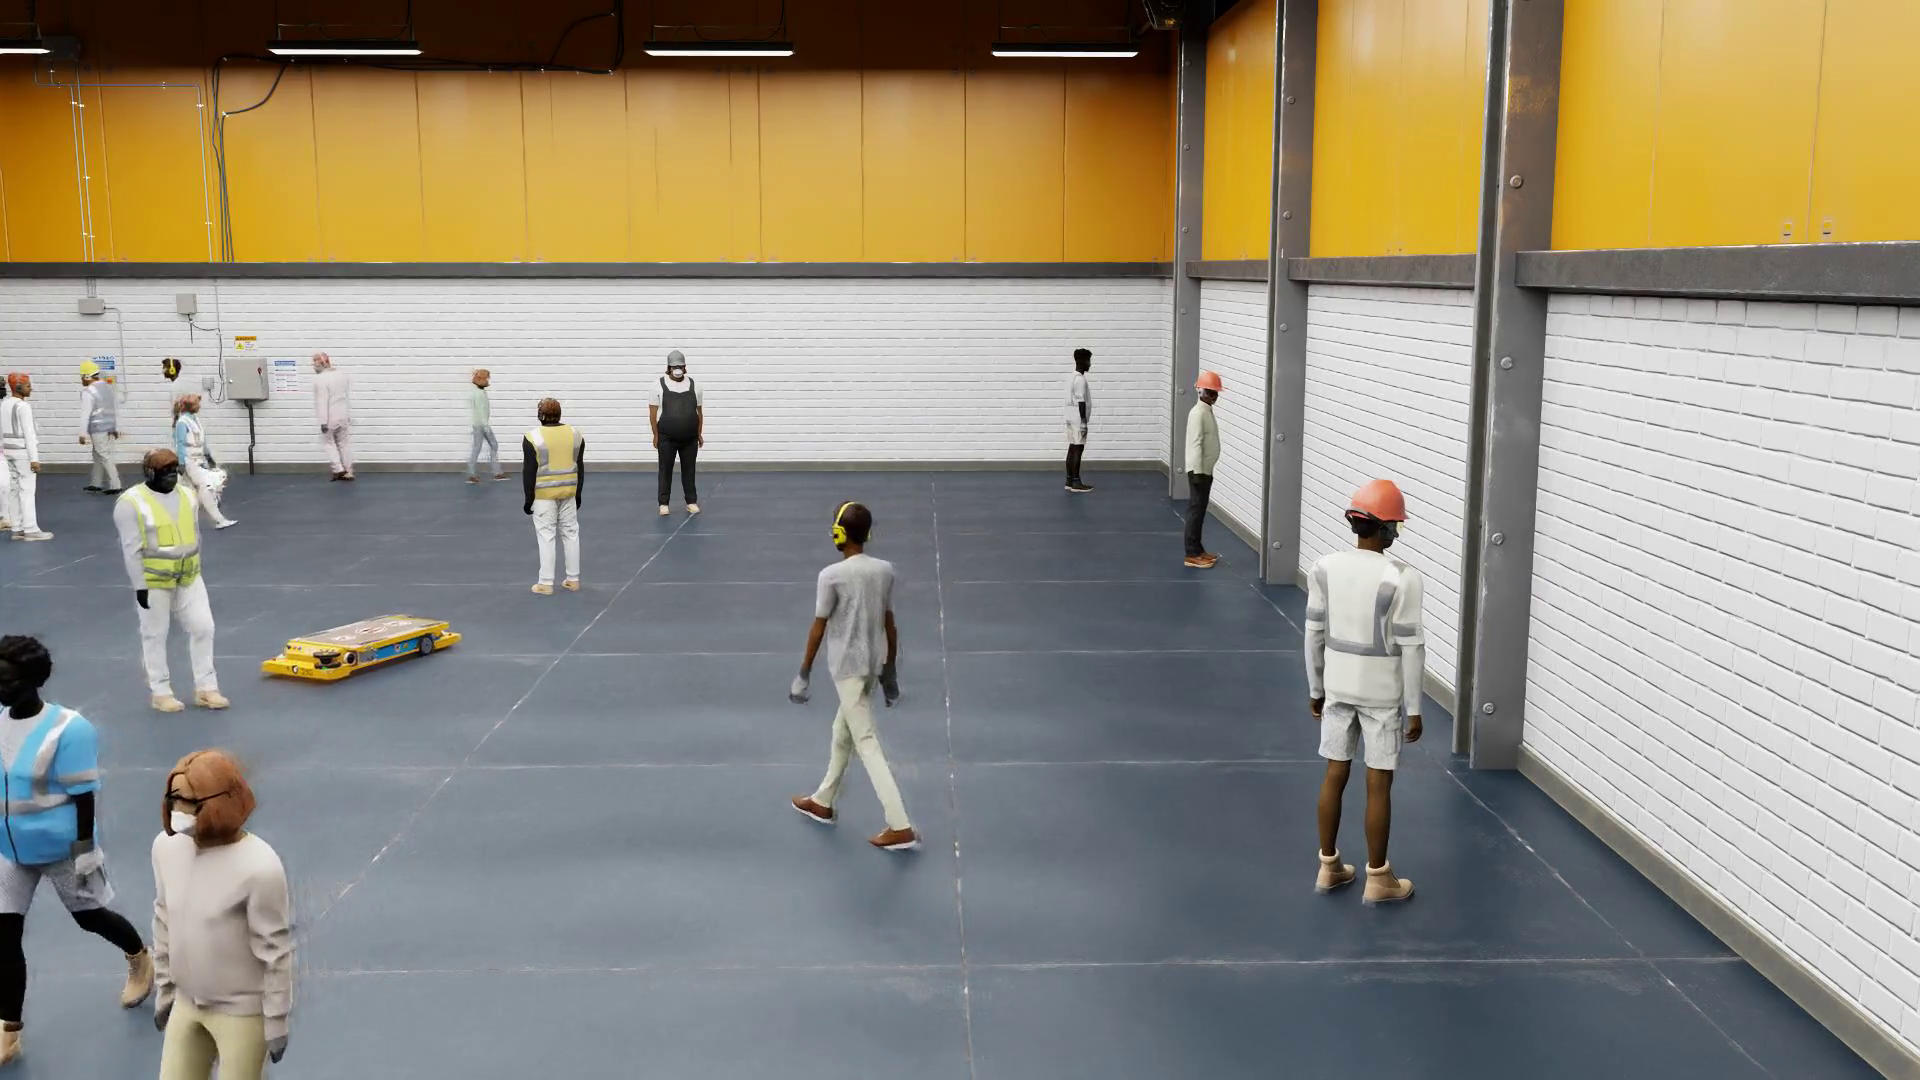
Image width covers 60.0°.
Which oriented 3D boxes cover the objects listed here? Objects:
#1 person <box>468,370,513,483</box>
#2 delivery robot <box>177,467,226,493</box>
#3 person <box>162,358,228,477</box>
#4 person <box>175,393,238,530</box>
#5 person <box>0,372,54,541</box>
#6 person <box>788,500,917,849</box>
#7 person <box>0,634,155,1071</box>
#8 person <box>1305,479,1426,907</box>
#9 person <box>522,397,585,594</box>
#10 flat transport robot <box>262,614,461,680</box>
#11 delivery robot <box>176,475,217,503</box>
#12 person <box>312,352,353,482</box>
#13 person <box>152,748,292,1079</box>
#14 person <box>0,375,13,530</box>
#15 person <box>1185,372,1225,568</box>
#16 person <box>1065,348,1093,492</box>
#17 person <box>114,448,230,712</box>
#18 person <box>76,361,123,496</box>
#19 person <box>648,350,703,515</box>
[{"bbox_3d":[-6.674,-1.608,23.585,0.714,1.604,0.534,-1,9,-7],"label":"person"},{"bbox_3d":[-9.834,-0.766,21.380,0.707,0.478,0.477,-3,10,-15],"label":"delivery robot"},{"bbox_3d":[-10.611,-1.590,22.821,0.925,1.836,0.527,-3,10,-17],"label":"person"},{"bbox_3d":[-8.785,-0.893,19.224,0.823,1.598,0.531,-2,9,-11],"label":"person"},{"bbox_3d":[-10.493,-0.929,18.611,0.576,1.881,0.354,7,11,35],"label":"person"},{"bbox_3d":[-0.584,0.702,8.813,0.978,1.818,0.537,7,12,38],"label":"person"},{"bbox_3d":[-3.542,1.157,6.510,0.538,1.662,0.855,2,9,11],"label":"person"},{"bbox_3d":[1.958,0.723,7.988,0.615,2.041,0.392,9,13,44],"label":"person"},{"bbox_3d":[-3.814,-0.413,15.570,0.627,1.844,0.429,-9,13,-42],"label":"person"},{"bbox_3d":[-4.606,0.808,12.881,0.652,0.197,1.431,4,10,24],"label":"flat transport robot"},{"bbox_3d":[-9.604,-0.677,20.830,0.477,0.478,0.707,-9,13,-43],"label":"delivery robot"},{"bbox_3d":[-8.891,-1.727,23.550,0.445,1.878,0.694,3,10,15],"label":"person"},{"bbox_3d":[-2.214,1.408,5.046,0.514,1.621,0.435,4,10,23],"label":"person"},{"bbox_3d":[-11.135,-0.993,19.160,0.490,1.828,0.644,-2,9,-12],"label":"person"},{"bbox_3d":[2.499,-0.723,17.016,0.396,1.988,0.614,3,10,19],"label":"person"},{"bbox_3d":[1.626,-1.644,22.735,0.366,1.962,0.614,-2,9,-11],"label":"person"},{"bbox_3d":[-5.335,0.292,11.308,0.648,1.824,0.635,6,11,32],"label":"person"},{"bbox_3d":[-11.567,-1.477,22.171,0.774,1.805,0.627,1,9,4],"label":"person"},{"bbox_3d":[-3.477,-1.329,20.571,0.679,2.000,0.537,-4,10,-23],"label":"person"}]
